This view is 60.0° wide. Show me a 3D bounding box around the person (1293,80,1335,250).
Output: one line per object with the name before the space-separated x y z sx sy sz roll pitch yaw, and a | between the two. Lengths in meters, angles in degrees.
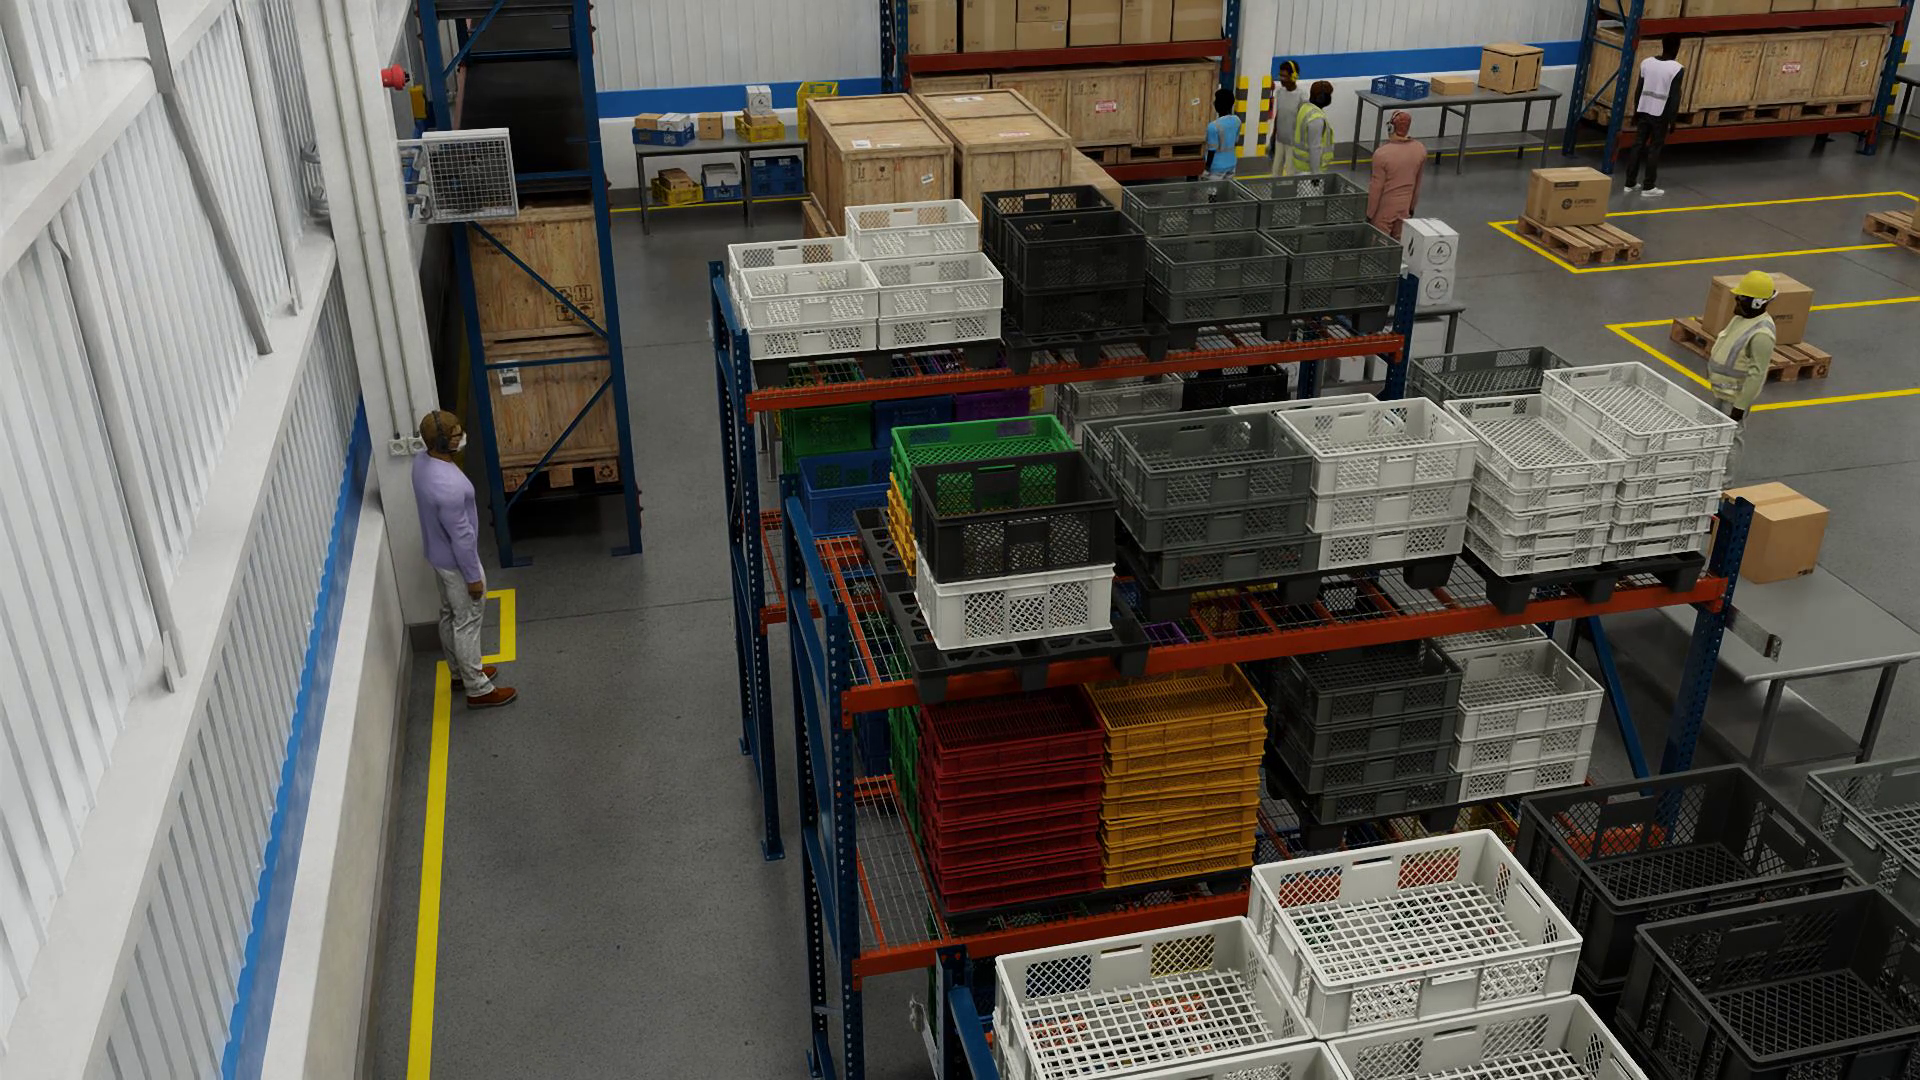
person | 3.824 -4.055 18.050 0.429 1.835 0.628 1 28 2

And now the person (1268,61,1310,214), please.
person | 3.701 -4.475 18.827 0.353 1.854 0.534 -15 31 -26

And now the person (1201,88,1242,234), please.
person | 2.852 -4.099 18.274 0.318 1.697 0.535 23 35 37

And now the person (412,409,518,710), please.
person | -3.027 0.114 10.026 0.369 1.939 0.631 -17 32 -29

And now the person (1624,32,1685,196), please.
person | 8.335 -5.110 19.958 0.372 1.916 0.597 -16 32 -28

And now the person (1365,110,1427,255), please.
person | 4.269 -3.316 16.567 0.655 1.906 0.407 -14 31 -25

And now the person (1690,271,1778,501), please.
person | 5.817 -1.143 12.522 0.403 1.833 0.586 4 28 7
